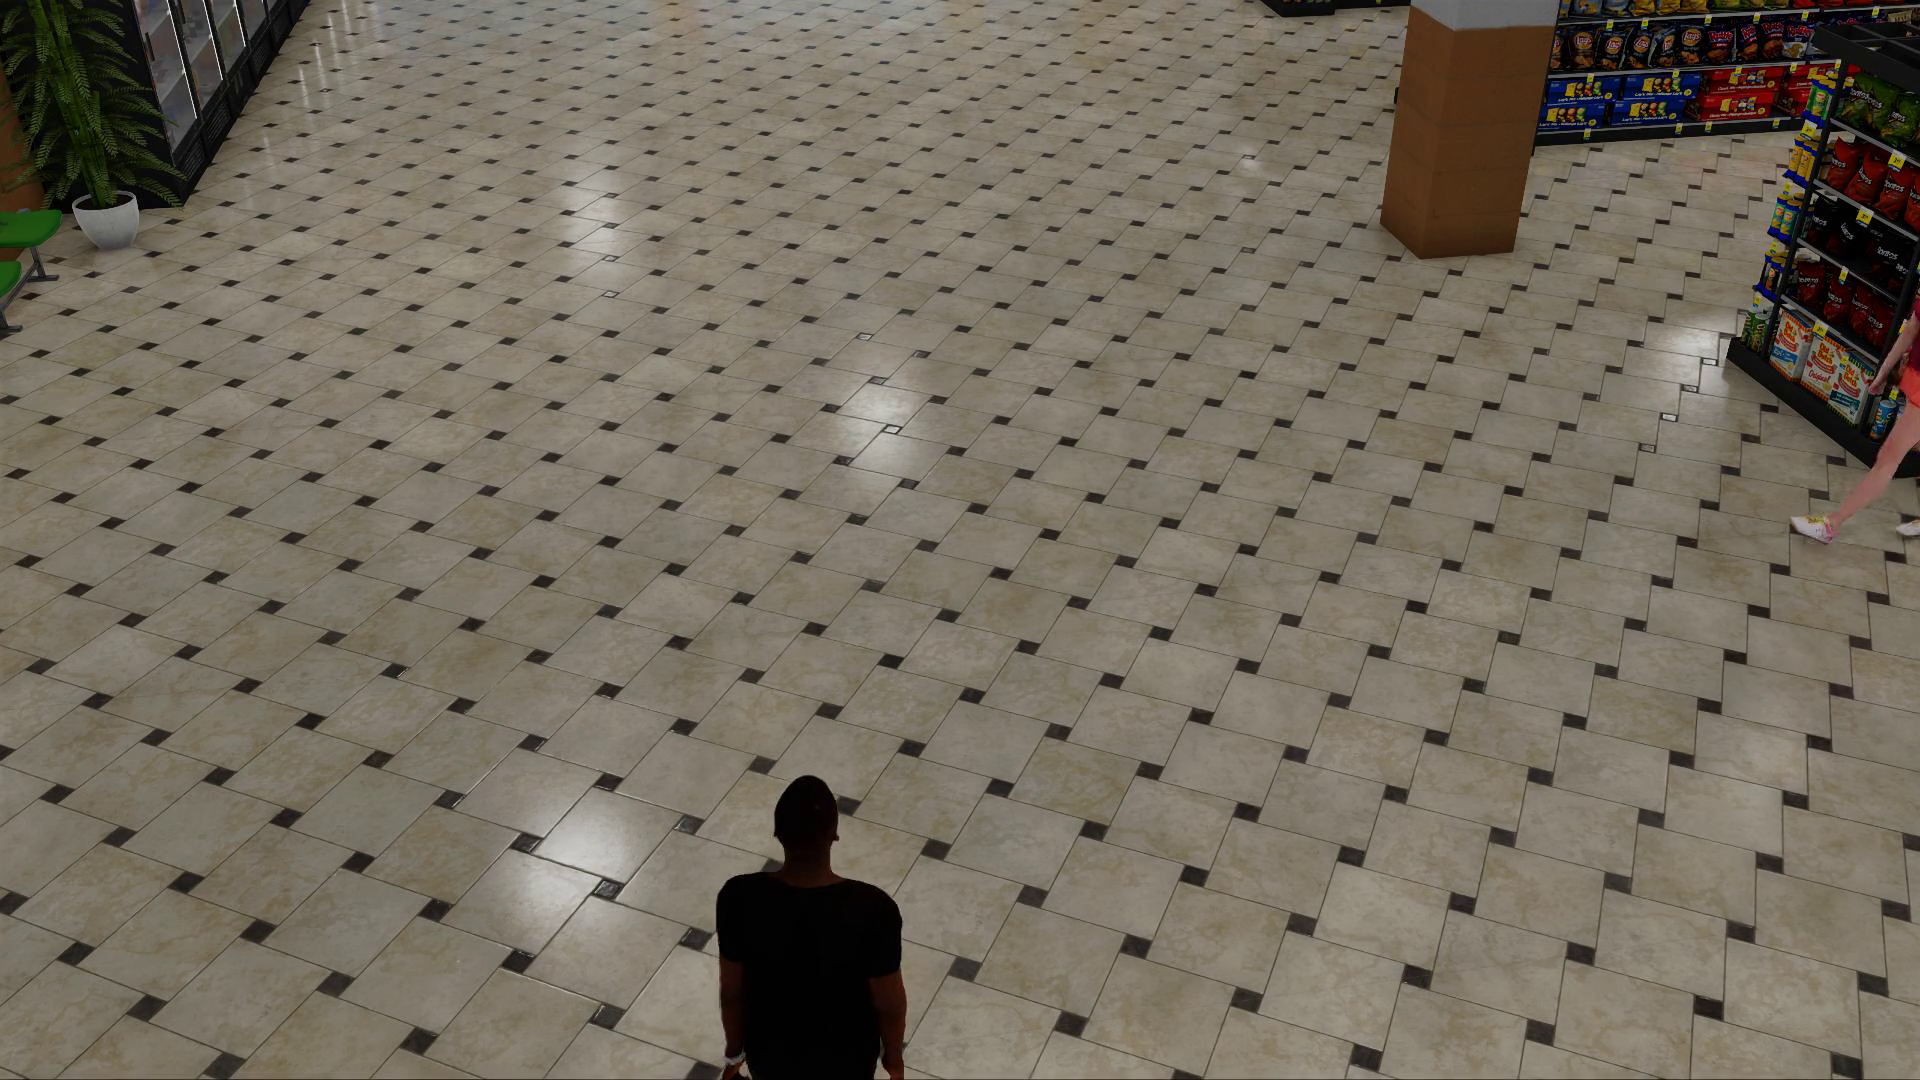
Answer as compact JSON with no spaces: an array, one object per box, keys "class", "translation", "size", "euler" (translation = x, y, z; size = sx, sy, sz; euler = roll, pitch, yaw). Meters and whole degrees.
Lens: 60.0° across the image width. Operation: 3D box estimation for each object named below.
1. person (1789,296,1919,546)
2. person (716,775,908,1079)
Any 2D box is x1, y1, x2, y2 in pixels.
[{"class":"person","translation":[4.685,-0.724,7.884],"size":[1.133,1.713,0.649],"euler":[-2,32,-3]},{"class":"person","translation":[-0.408,1.403,4.386],"size":[0.871,1.798,0.852],"euler":[3,32,4]}]
